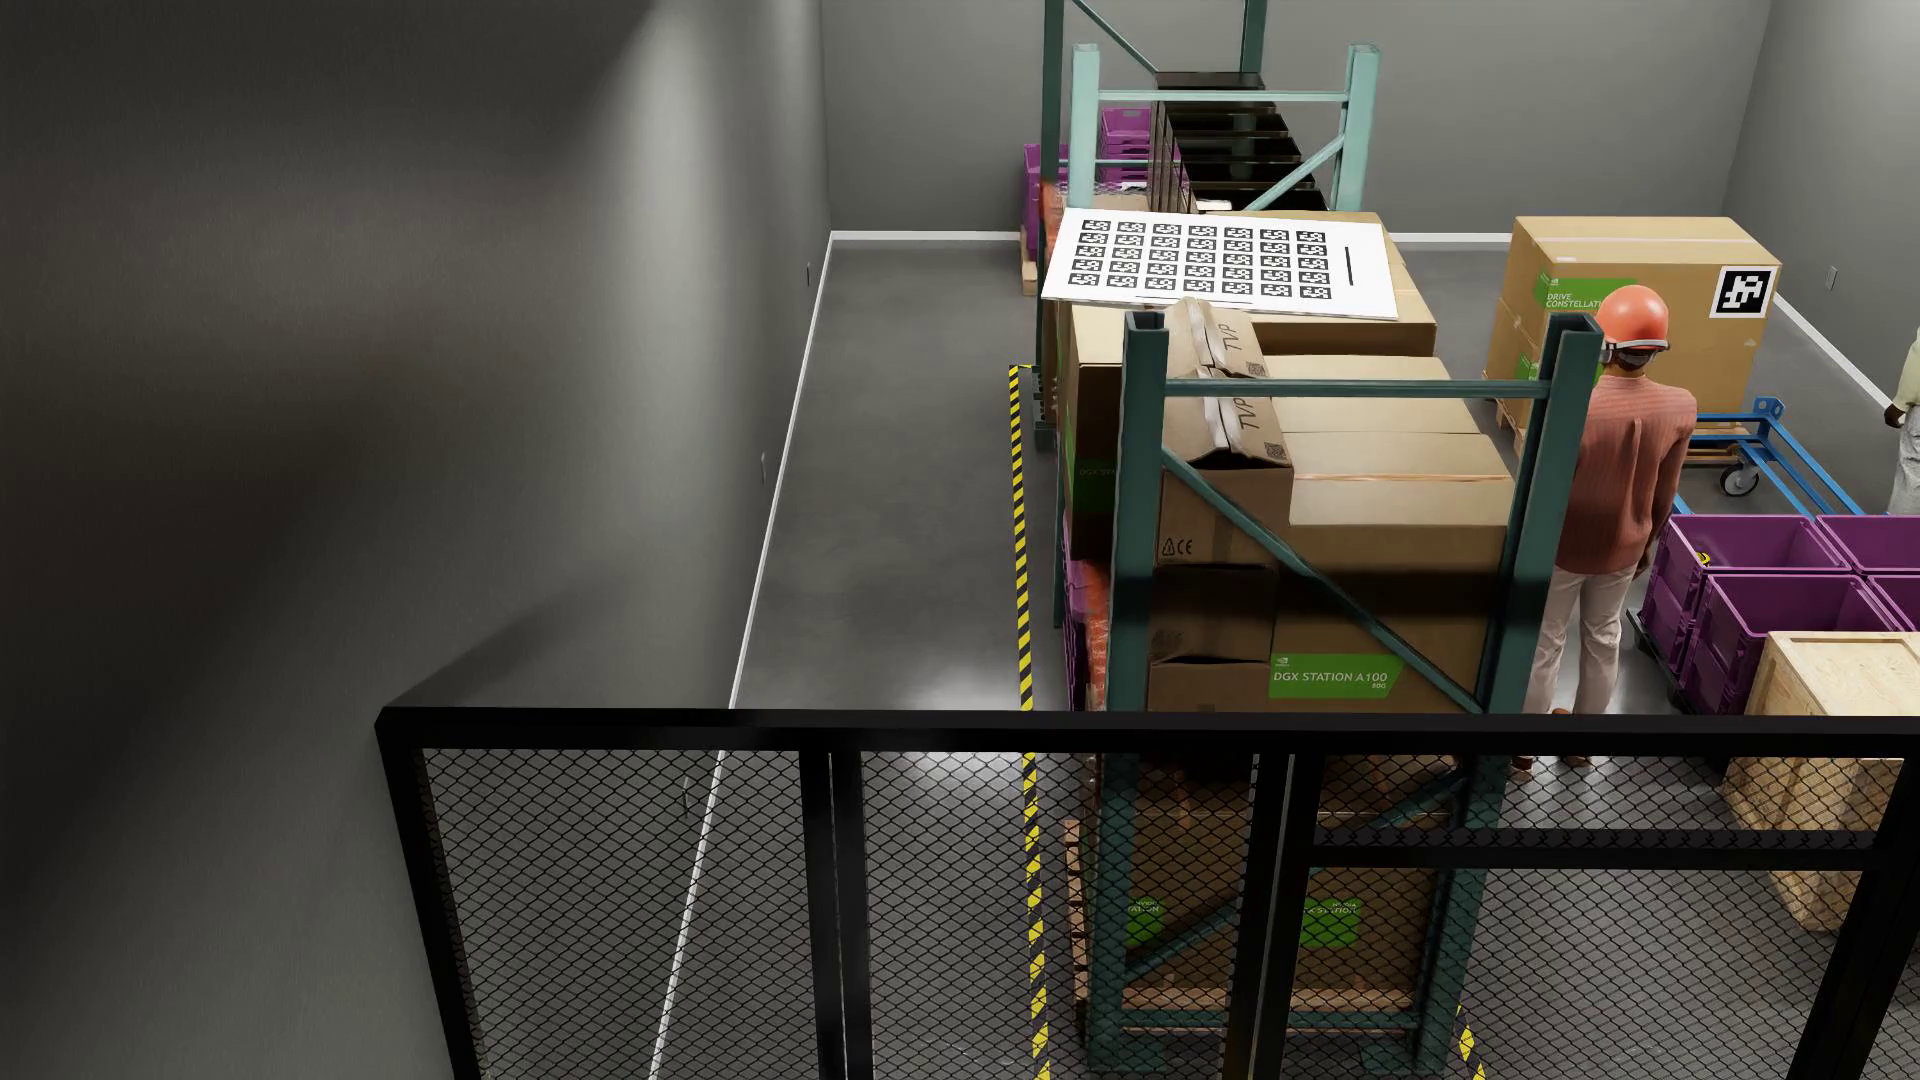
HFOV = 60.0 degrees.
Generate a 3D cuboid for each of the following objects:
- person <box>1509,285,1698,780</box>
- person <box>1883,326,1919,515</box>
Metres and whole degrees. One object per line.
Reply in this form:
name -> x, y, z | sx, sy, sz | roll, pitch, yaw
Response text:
person -> 2.310, 0.007, 6.150 | 0.618, 1.994, 0.380 | -7, 32, -12
person -> 4.449, -0.650, 7.396 | 0.603, 1.830, 0.404 | 2, 31, 3
